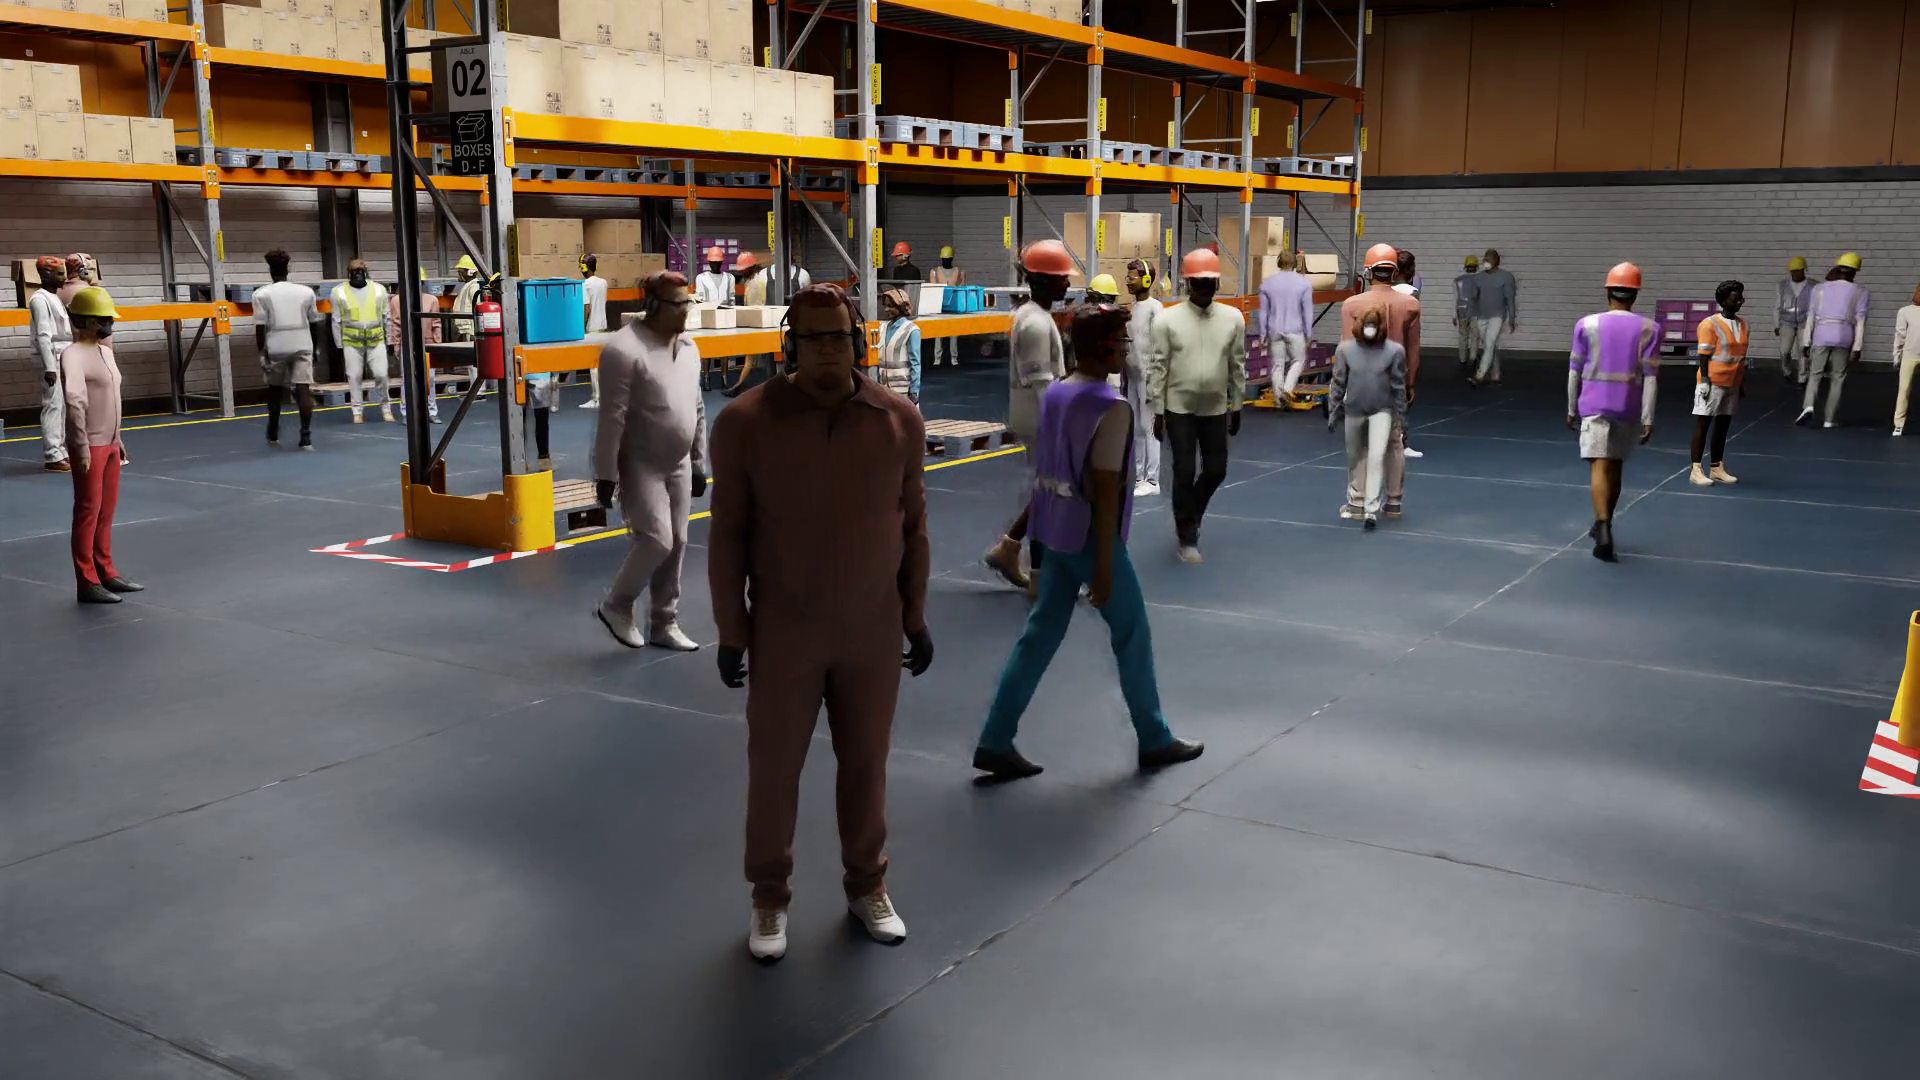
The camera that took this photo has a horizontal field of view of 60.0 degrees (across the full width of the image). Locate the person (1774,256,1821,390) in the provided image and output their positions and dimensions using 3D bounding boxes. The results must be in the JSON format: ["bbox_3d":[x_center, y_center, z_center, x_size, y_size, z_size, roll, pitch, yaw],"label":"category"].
[{"bbox_3d":[11.339,-2.932,22.505,0.622,1.806,0.430,6,12,32],"label":"person"}]

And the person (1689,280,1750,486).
[{"bbox_3d":[6.297,-1.295,13.758,0.531,1.696,0.322,-5,11,-24],"label":"person"}]

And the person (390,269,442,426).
[{"bbox_3d":[-5.936,-2.123,18.195,0.528,1.757,0.369,-6,12,-31],"label":"person"}]

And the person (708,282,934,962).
[{"bbox_3d":[-0.377,0.234,4.708,0.652,1.906,0.402,-4,11,-19],"label":"person"}]

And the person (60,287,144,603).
[{"bbox_3d":[-4.834,-0.535,9.363,0.329,1.765,0.533,-1,10,-5],"label":"person"}]

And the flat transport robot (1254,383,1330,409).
[{"bbox_3d":[4.171,-1.767,20.325,0.652,0.197,1.431,6,12,31],"label":"flat transport robot"}]

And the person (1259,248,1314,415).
[{"bbox_3d":[3.758,-2.391,19.184,0.649,1.929,0.443,5,11,26],"label":"person"}]

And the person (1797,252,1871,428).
[{"bbox_3d":[9.370,-2.130,17.846,0.617,1.895,0.659,9,13,40],"label":"person"}]

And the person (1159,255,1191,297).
[{"bbox_3d":[2.989,-3.059,23.133,0.636,1.842,0.429,3,11,14],"label":"person"}]

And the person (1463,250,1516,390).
[{"bbox_3d":[7.149,-2.982,22.580,1.006,1.880,0.660,-8,13,-39],"label":"person"}]

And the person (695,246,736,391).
[{"bbox_3d":[-3.263,-2.963,22.343,0.552,1.933,0.368,-4,11,-21],"label":"person"}]

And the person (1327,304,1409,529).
[{"bbox_3d":[2.873,-0.872,11.762,0.536,1.571,0.937,4,11,22],"label":"person"}]

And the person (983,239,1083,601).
[{"bbox_3d":[0.443,-0.653,9.291,0.447,2.027,0.620,1,10,3],"label":"person"}]

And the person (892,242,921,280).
[{"bbox_3d":[-0.841,-3.486,25.094,0.392,1.988,0.609,-8,13,-38],"label":"person"}]

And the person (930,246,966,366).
[{"bbox_3d":[-0.195,-3.775,26.871,0.589,1.924,0.384,0,10,-2],"label":"person"}]

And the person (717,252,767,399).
[{"bbox_3d":[-2.609,-2.695,21.045,0.980,1.861,0.558,-4,11,-21],"label":"person"}]

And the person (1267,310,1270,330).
[{"bbox_3d":[4.732,-3.373,25.223,0.774,1.705,0.492,-6,12,-29],"label":"person"}]

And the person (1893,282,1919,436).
[{"bbox_3d":[9.883,-1.868,17.134,0.493,1.626,0.286,4,11,23],"label":"person"}]

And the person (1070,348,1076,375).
[{"bbox_3d":[1.667,-2.949,22.277,0.376,1.931,0.542,-3,11,-14],"label":"person"}]

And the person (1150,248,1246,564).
[{"bbox_3d":[1.491,-0.856,10.571,0.624,1.979,0.648,-1,10,-7],"label":"person"}]

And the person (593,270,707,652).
[{"bbox_3d":[-1.482,-0.359,8.063,0.440,1.881,0.706,6,12,32],"label":"person"}]

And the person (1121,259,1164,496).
[{"bbox_3d":[1.427,-1.283,13.214,0.325,1.871,0.524,-4,11,-22],"label":"person"}]

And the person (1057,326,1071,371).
[{"bbox_3d":[1.283,-2.553,20.317,0.346,1.847,0.506,0,10,2],"label":"person"}]

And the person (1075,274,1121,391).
[{"bbox_3d":[1.088,-1.193,13.032,0.339,1.760,0.527,-6,12,-32],"label":"person"}]

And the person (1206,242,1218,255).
[{"bbox_3d":[3.766,-3.487,25.116,1.048,2.001,0.611,-6,12,-31],"label":"person"}]

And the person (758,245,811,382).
[{"bbox_3d":[-2.209,-2.760,20.921,0.683,2.000,0.536,-1,10,-4],"label":"person"}]

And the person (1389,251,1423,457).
[{"bbox_3d":[4.085,-1.731,15.558,0.375,1.920,0.587,-5,11,-24],"label":"person"}]

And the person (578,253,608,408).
[{"bbox_3d":[-4.433,-2.519,20.081,0.328,1.865,0.517,4,11,22],"label":"person"}]

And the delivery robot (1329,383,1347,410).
[{"bbox_3d":[4.406,-1.655,18.659,0.477,0.478,0.707,-1,10,-6],"label":"delivery robot"}]

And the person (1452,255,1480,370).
[{"bbox_3d":[8.052,-3.590,26.210,0.584,1.795,0.914,4,11,20],"label":"person"}]

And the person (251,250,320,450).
[{"bbox_3d":[-6.570,-1.853,16.232,0.630,1.920,0.969,-6,12,-31],"label":"person"}]

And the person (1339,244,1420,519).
[{"bbox_3d":[3.027,-1.145,12.100,0.625,1.992,0.389,-2,10,-10],"label":"person"}]

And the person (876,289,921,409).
[{"bbox_3d":[-0.484,-1.191,13.370,0.313,1.633,0.516,-8,13,-36],"label":"person"}]

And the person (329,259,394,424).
[{"bbox_3d":[-6.583,-2.175,18.338,0.648,1.816,0.456,-5,12,-27],"label":"person"}]

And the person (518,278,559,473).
[{"bbox_3d":[-3.751,-1.425,14.483,0.539,1.695,0.319,2,10,10],"label":"person"}]

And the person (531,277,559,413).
[{"bbox_3d":[-4.813,-2.229,19.221,0.523,1.600,0.822,-1,10,-8],"label":"person"}]

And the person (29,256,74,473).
[{"bbox_3d":[-7.909,-1.528,14.529,0.337,1.882,0.585,-3,11,-17],"label":"person"}]

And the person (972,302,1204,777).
[{"bbox_3d":[0.464,0.010,6.256,0.960,1.801,0.583,-5,11,-25],"label":"person"}]

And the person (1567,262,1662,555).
[{"bbox_3d":[4.252,-0.855,10.823,0.536,1.891,1.014,2,10,12],"label":"person"}]

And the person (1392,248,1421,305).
[{"bbox_3d":[5.767,-2.902,22.085,0.636,1.909,0.404,4,11,20],"label":"person"}]

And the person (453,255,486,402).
[{"bbox_3d":[-6.134,-2.642,20.834,0.404,1.837,0.590,-5,11,-26],"label":"person"}]

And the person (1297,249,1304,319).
[{"bbox_3d":[5.287,-3.662,26.385,0.343,1.878,0.580,8,13,39],"label":"person"}]

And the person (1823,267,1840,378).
[{"bbox_3d":[12.838,-3.201,24.518,0.266,1.628,0.500,8,13,39],"label":"person"}]

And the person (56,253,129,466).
[{"bbox_3d":[-7.791,-1.595,14.844,0.650,1.906,0.401,4,11,21],"label":"person"}]
